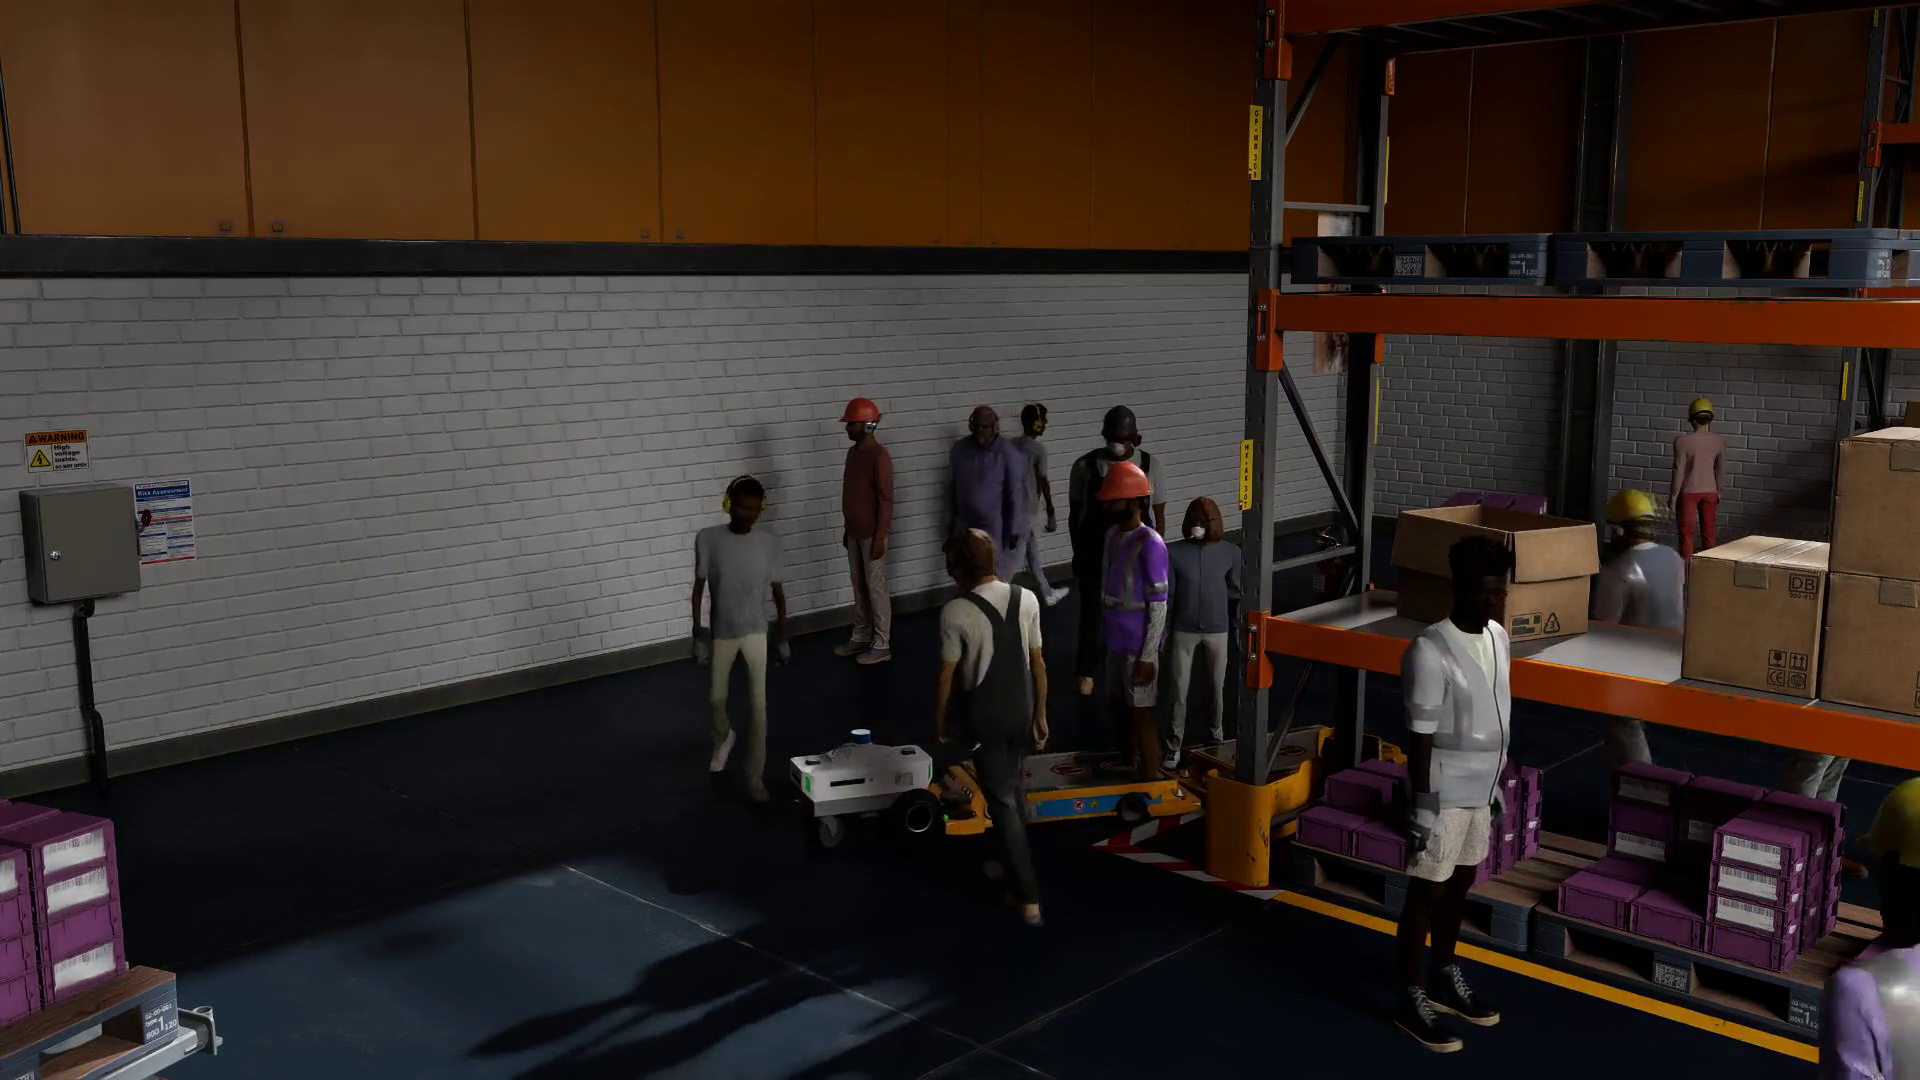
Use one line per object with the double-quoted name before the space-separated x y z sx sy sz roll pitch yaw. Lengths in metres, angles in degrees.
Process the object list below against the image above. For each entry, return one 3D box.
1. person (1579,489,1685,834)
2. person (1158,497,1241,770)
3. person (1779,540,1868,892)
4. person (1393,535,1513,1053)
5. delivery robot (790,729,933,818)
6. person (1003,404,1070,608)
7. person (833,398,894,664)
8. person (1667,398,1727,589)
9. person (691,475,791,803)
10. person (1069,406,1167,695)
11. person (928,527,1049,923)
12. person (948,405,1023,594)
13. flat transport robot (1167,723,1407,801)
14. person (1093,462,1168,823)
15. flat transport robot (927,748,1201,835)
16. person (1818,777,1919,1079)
"person" 3.485 0.645 8.677 0.675 1.806 0.438 -6 11 -34
"person" 1.408 0.553 9.769 0.507 1.631 0.277 1 9 5
"person" 4.193 0.698 7.958 0.627 1.936 0.373 -7 12 -36
"person" 1.902 0.943 6.366 0.609 1.963 0.368 -9 13 -43
"delivery robot" -0.515 1.228 8.640 0.707 0.478 0.477 -3 10 -20
"person" 0.603 -0.251 14.145 0.987 1.808 0.507 -6 11 -35
"person" -0.718 -0.074 12.506 0.381 1.994 0.615 -6 11 -31
"person" 6.795 -0.428 15.379 0.533 1.767 0.326 -1 9 -8
"person" -1.248 0.513 9.440 0.551 1.833 0.761 -1 9 -9
"person" 1.086 0.071 11.477 0.675 2.000 0.537 1 9 4
"person" 0.111 0.824 7.615 0.546 1.793 0.741 -6 11 -34
"person" 0.184 -0.142 13.254 0.666 1.882 0.409 4 10 25
"flat transport robot" 1.926 1.278 9.488 1.431 0.197 0.652 -5 11 -29
"person" 0.896 0.549 8.908 0.444 1.935 0.581 -4 10 -21
"flat transport robot" 0.523 1.350 9.047 1.431 0.197 0.652 -3 10 -16
"person" 1.974 1.424 3.576 0.628 1.903 0.695 -2 10 -13
